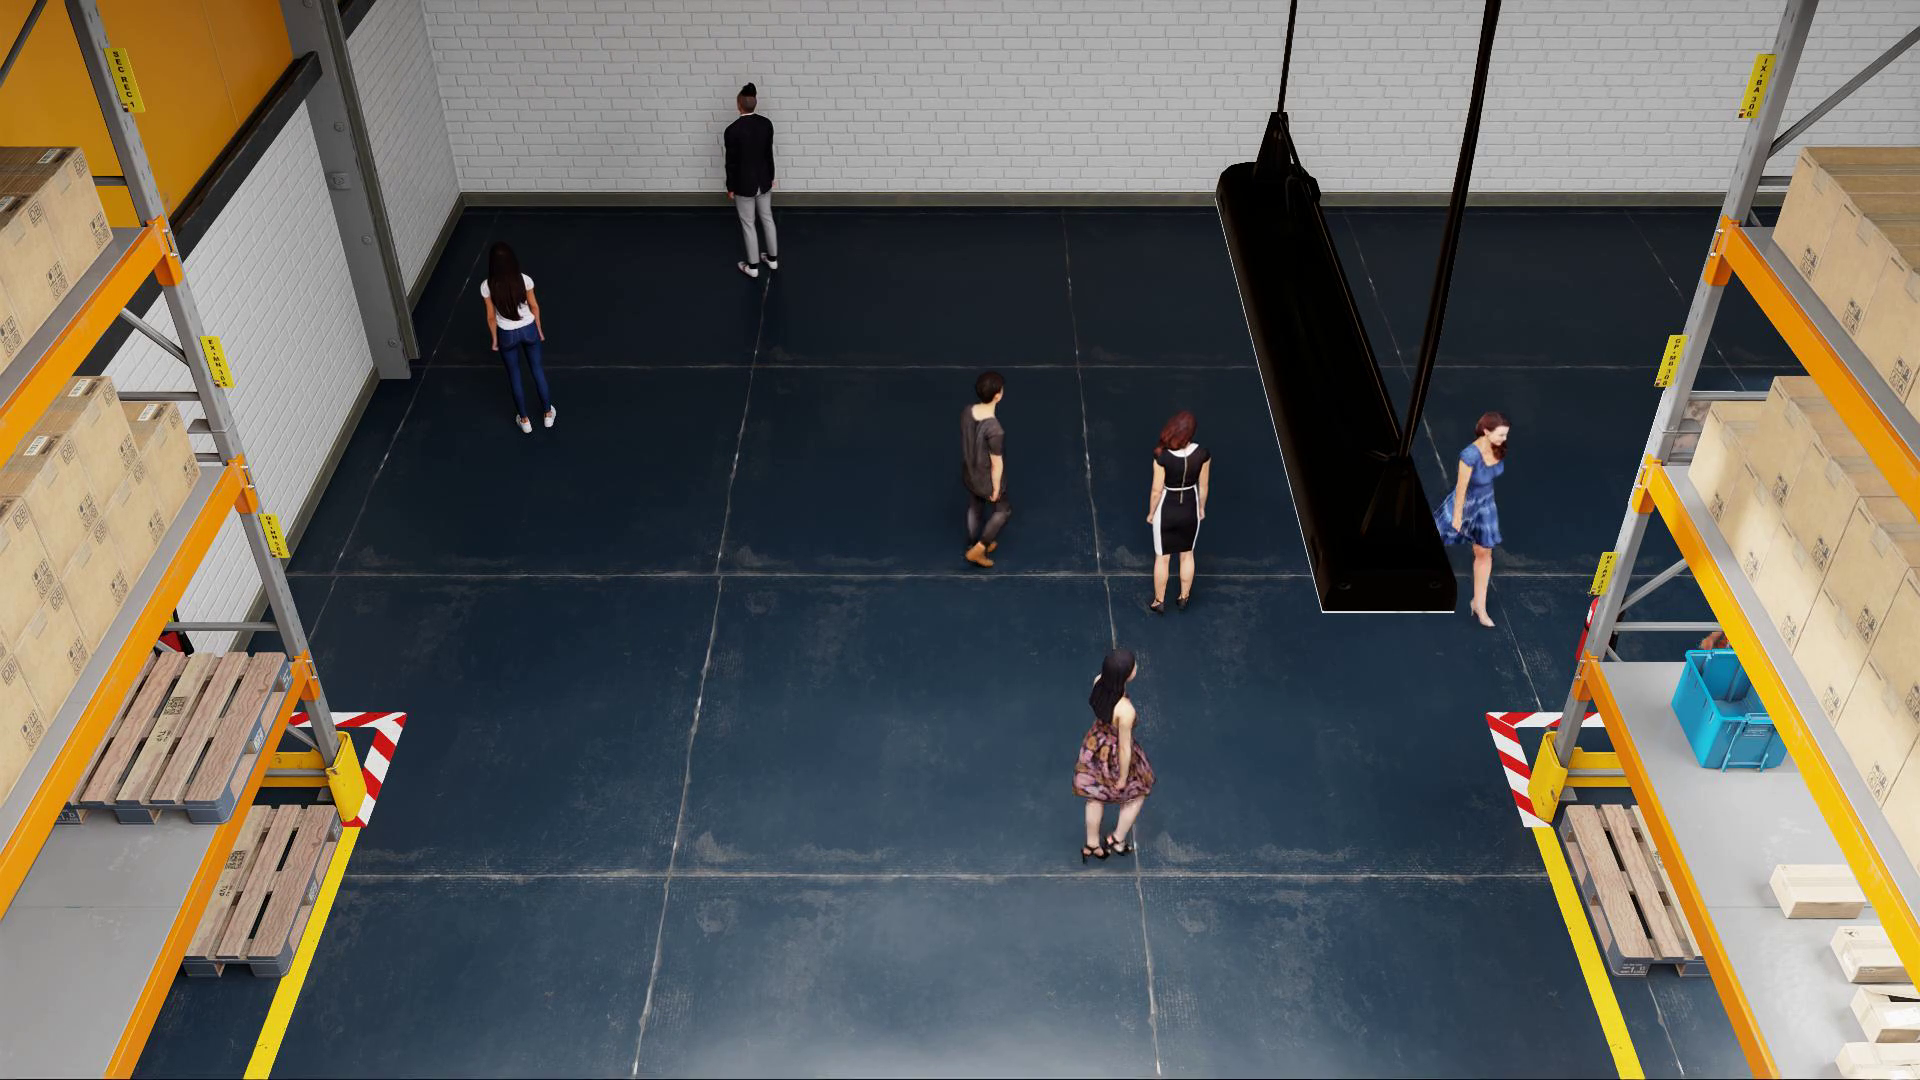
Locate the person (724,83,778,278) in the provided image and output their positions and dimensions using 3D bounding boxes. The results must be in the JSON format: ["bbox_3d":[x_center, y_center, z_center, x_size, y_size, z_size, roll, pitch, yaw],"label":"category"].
[{"bbox_3d":[-2.011,-3.504,16.149,0.781,1.951,0.821,-28,46,-30],"label":"person"}]

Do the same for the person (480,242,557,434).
[{"bbox_3d":[-3.730,-1.711,14.046,0.658,1.775,0.624,-13,40,-15],"label":"person"}]

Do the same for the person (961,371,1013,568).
[{"bbox_3d":[0.127,-0.492,12.575,0.823,1.705,0.760,-29,47,-31],"label":"person"}]

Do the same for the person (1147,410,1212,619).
[{"bbox_3d":[1.577,-0.177,12.108,0.610,1.795,0.527,-5,39,-6],"label":"person"}]

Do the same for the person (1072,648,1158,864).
[{"bbox_3d":[0.850,1.372,10.194,0.853,1.764,0.801,-21,43,-24],"label":"person"}]

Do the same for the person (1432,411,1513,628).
[{"bbox_3d":[3.645,-0.218,12.181,1.068,1.769,1.217,-27,46,-30],"label":"person"}]
